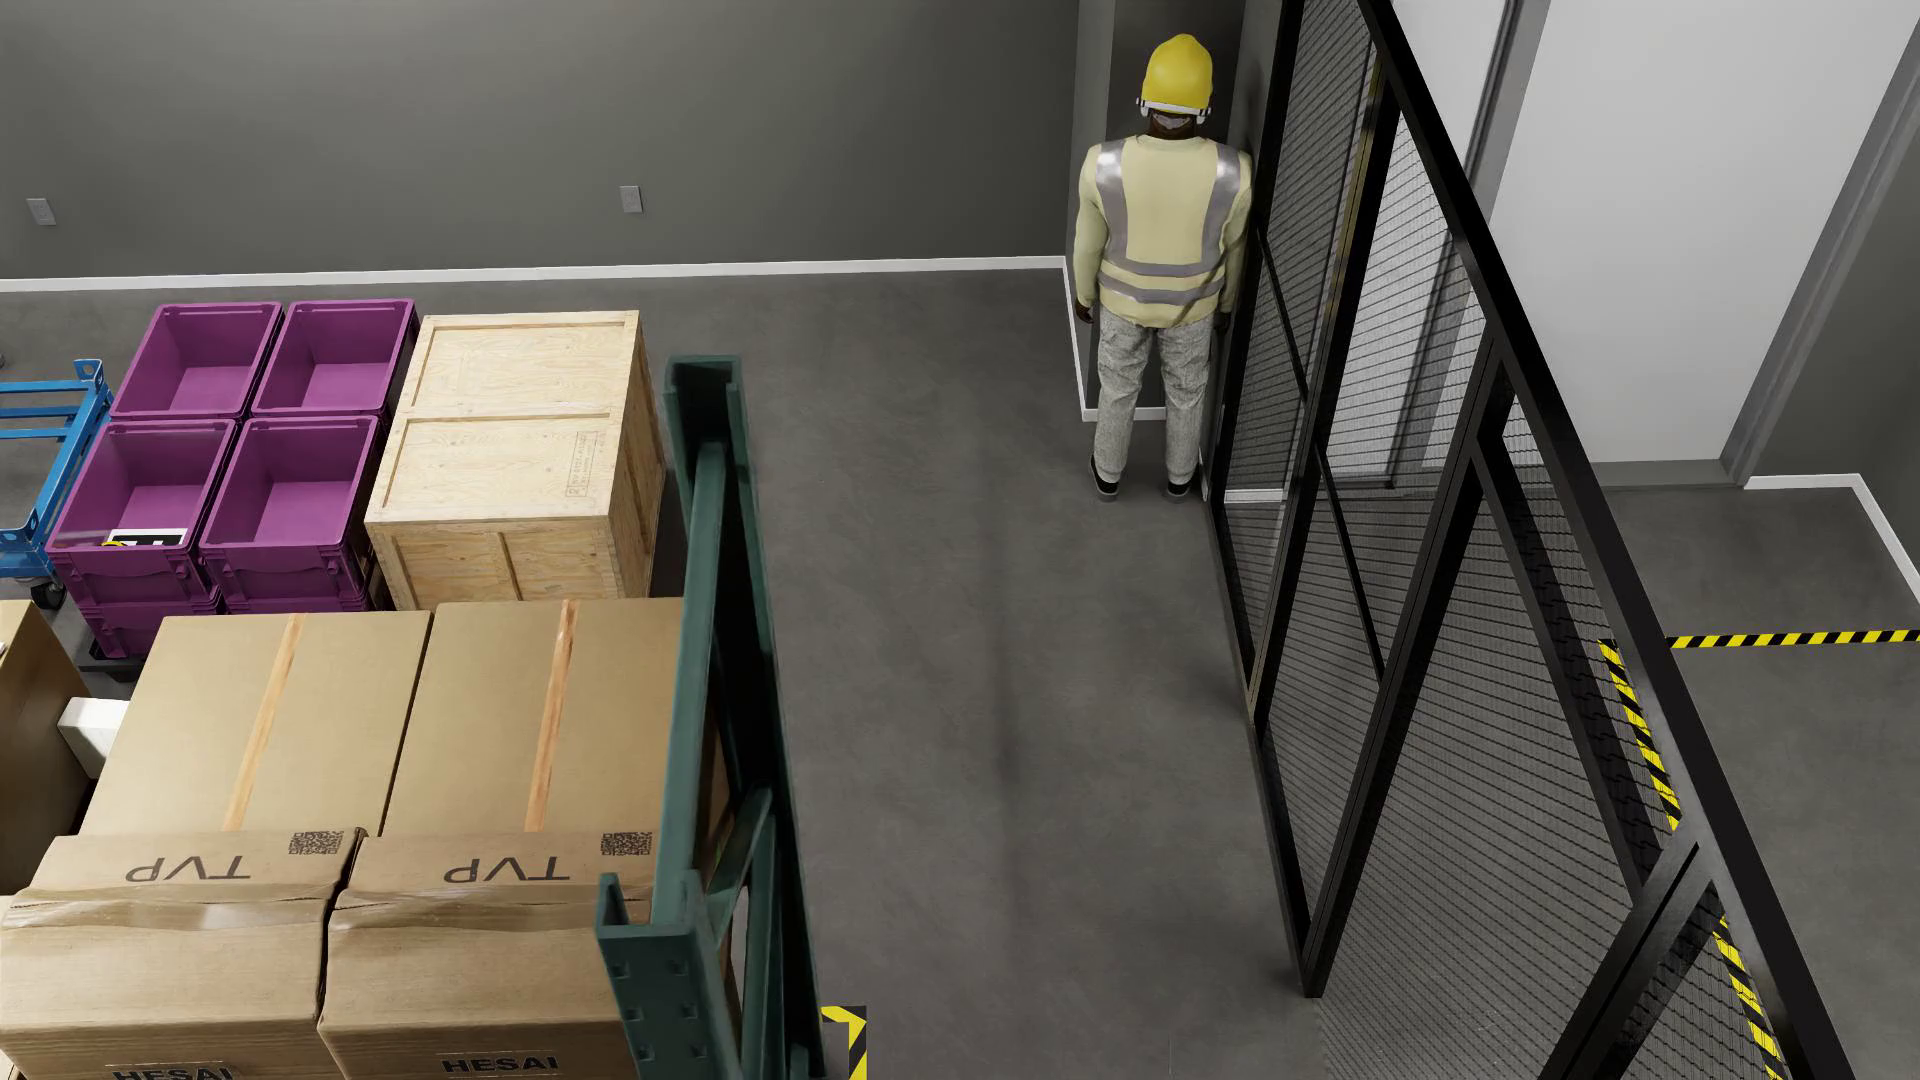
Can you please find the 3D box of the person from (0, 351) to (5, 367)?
[{"bbox_3d":[-4.036,-1.273,5.972,0.371,1.940,0.627,-3,46,-3],"label":"person"}]

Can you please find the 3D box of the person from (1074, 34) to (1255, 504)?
[{"bbox_3d":[0.674,-0.860,5.649,0.586,1.835,0.403,4,46,4],"label":"person"}]
